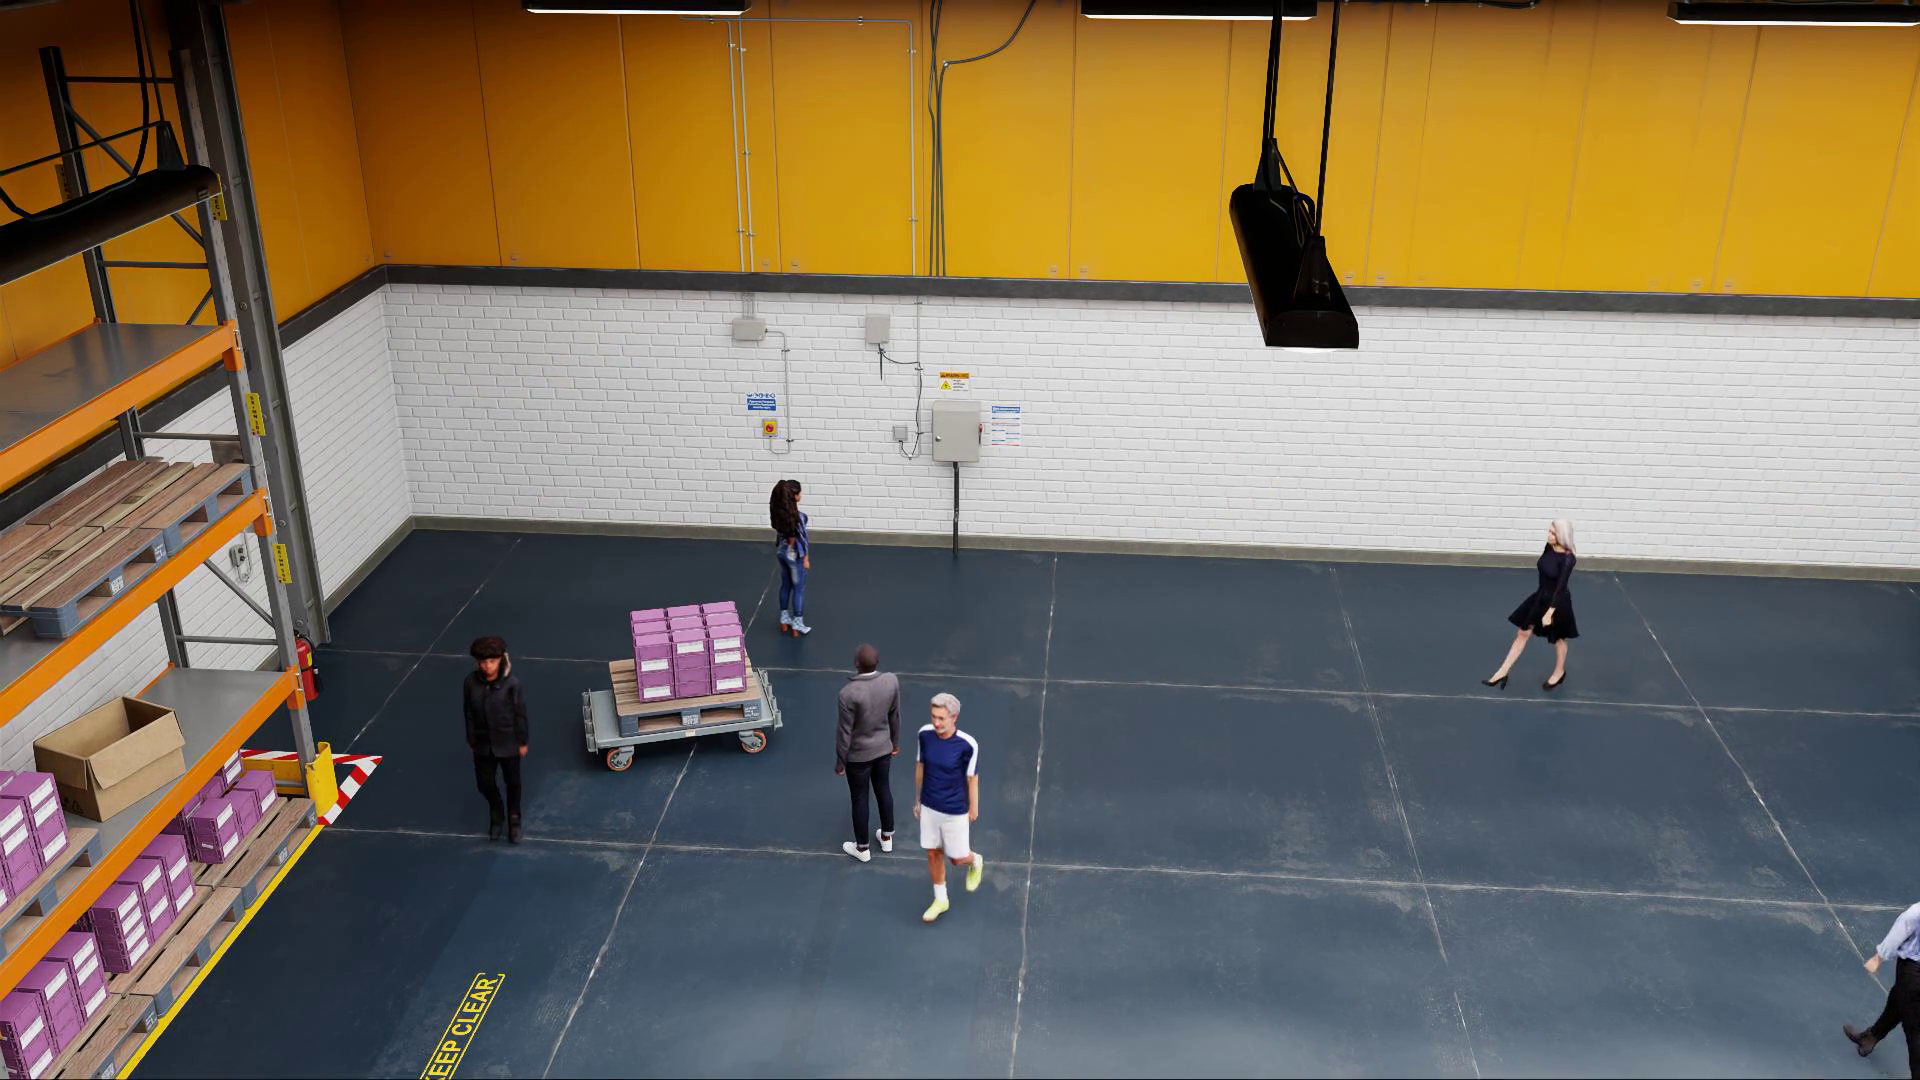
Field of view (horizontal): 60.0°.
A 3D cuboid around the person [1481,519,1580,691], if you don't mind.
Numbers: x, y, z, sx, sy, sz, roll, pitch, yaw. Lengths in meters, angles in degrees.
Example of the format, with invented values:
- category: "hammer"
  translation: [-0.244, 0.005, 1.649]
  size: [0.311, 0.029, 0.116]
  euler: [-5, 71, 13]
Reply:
- category: "person"
  translation: [5.421, 0.615, 15.056]
  size: [0.907, 1.714, 1.096]
  euler: [-6, 24, -13]

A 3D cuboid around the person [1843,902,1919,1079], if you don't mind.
- category: "person"
  translation: [5.924, 2.758, 10.157]
  size: [0.891, 1.710, 1.106]
  euler: [-7, 25, -16]

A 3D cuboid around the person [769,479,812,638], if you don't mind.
- category: "person"
  translation: [-1.633, 0.161, 16.209]
  size: [0.749, 1.621, 0.691]
  euler: [-19, 30, -37]

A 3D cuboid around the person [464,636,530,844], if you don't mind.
- category: "person"
  translation: [-3.598, 1.510, 12.943]
  size: [0.687, 1.766, 0.644]
  euler: [-3, 24, -7]

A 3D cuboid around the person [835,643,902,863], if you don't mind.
- category: "person"
  translation: [-0.689, 1.607, 12.653]
  size: [0.805, 1.821, 0.831]
  euler: [-15, 28, -30]

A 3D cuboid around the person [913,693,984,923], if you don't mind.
- category: "person"
  translation: [-0.068, 1.879, 12.025]
  size: [0.834, 1.824, 0.975]
  euler: [12, 26, 26]
